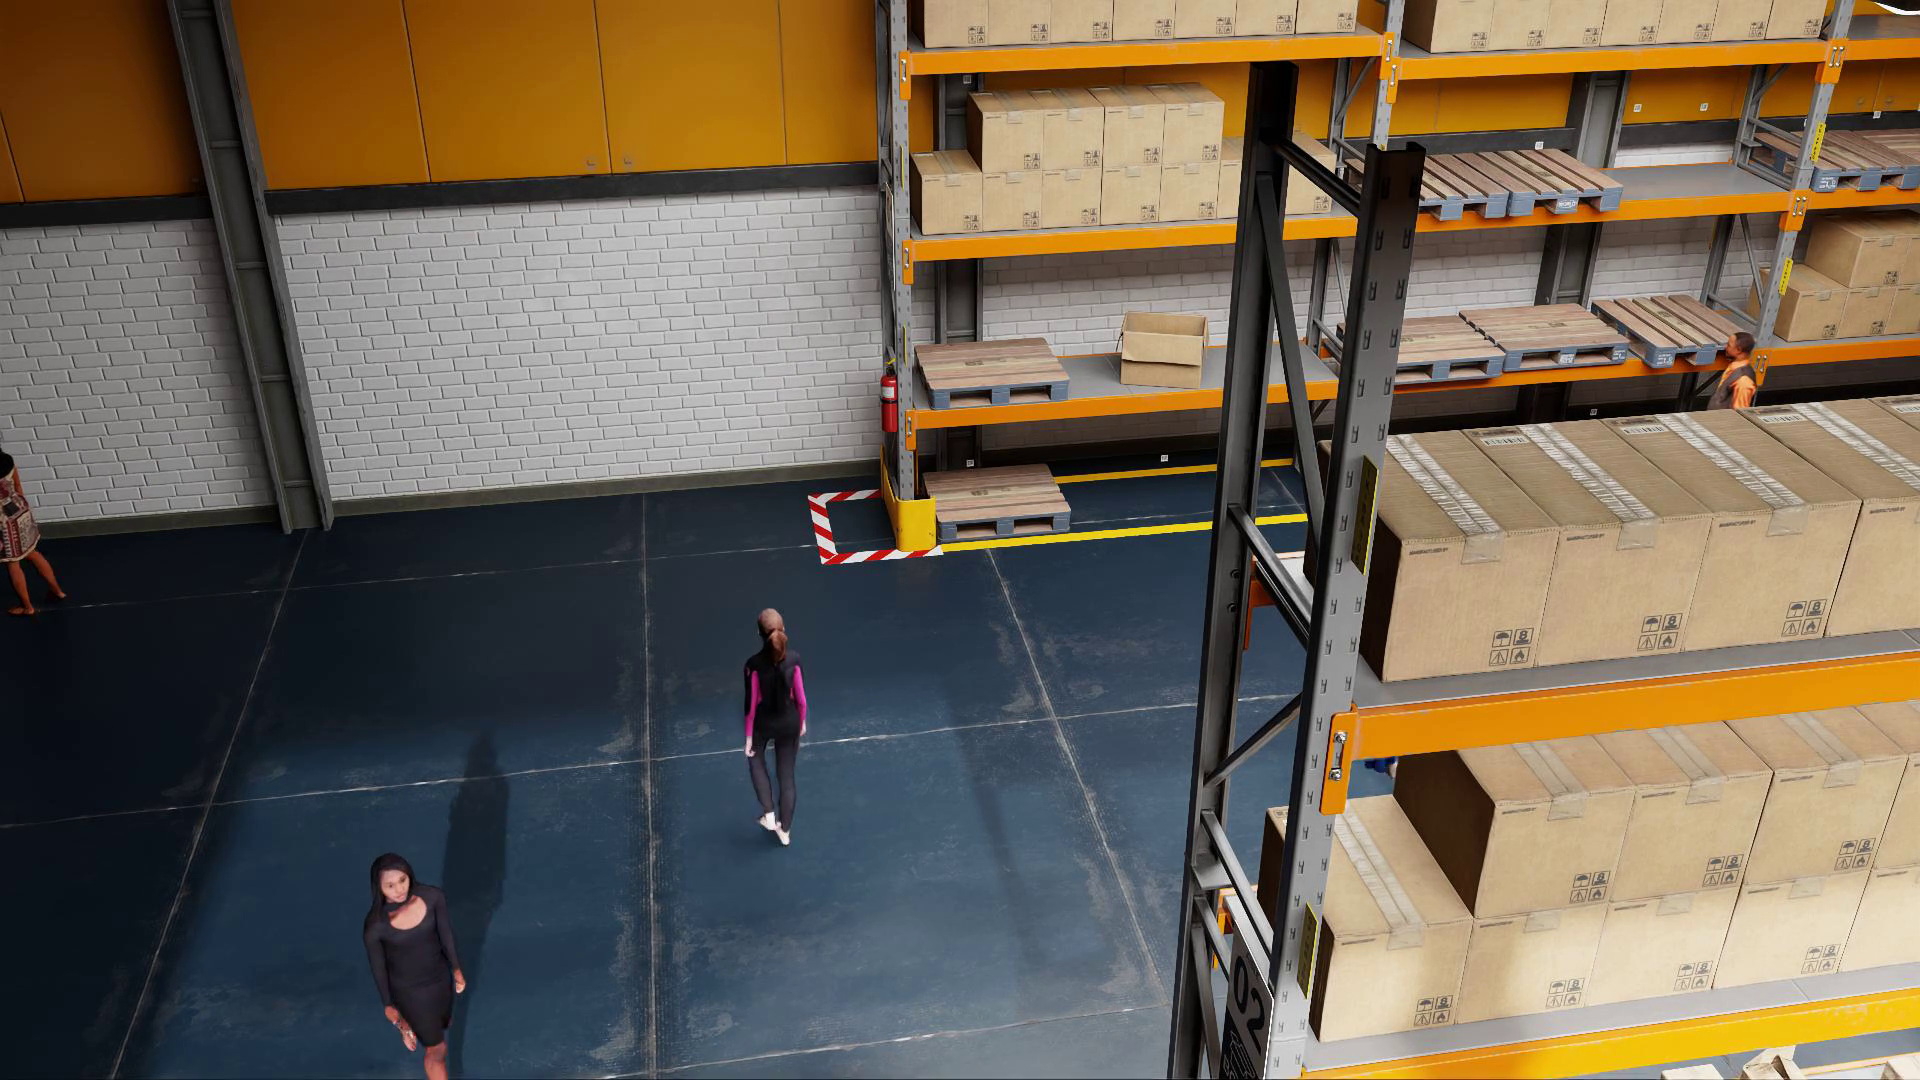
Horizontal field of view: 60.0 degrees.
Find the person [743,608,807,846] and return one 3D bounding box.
[{"bbox_3d":[-1.180,1.263,10.738,0.611,1.735,0.693,-9,30,-16],"label":"person"}]

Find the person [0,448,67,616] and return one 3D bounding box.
[{"bbox_3d":[-7.670,-0.160,13.441,0.753,1.645,0.762,4,29,8],"label":"person"}]

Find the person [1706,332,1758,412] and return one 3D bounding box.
[{"bbox_3d":[6.707,-0.922,14.566,0.763,1.906,0.788,6,29,11],"label":"person"}]

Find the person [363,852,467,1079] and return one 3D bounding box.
[{"bbox_3d":[-2.901,2.329,8.827,1.062,1.694,1.040,23,36,35],"label":"person"}]
